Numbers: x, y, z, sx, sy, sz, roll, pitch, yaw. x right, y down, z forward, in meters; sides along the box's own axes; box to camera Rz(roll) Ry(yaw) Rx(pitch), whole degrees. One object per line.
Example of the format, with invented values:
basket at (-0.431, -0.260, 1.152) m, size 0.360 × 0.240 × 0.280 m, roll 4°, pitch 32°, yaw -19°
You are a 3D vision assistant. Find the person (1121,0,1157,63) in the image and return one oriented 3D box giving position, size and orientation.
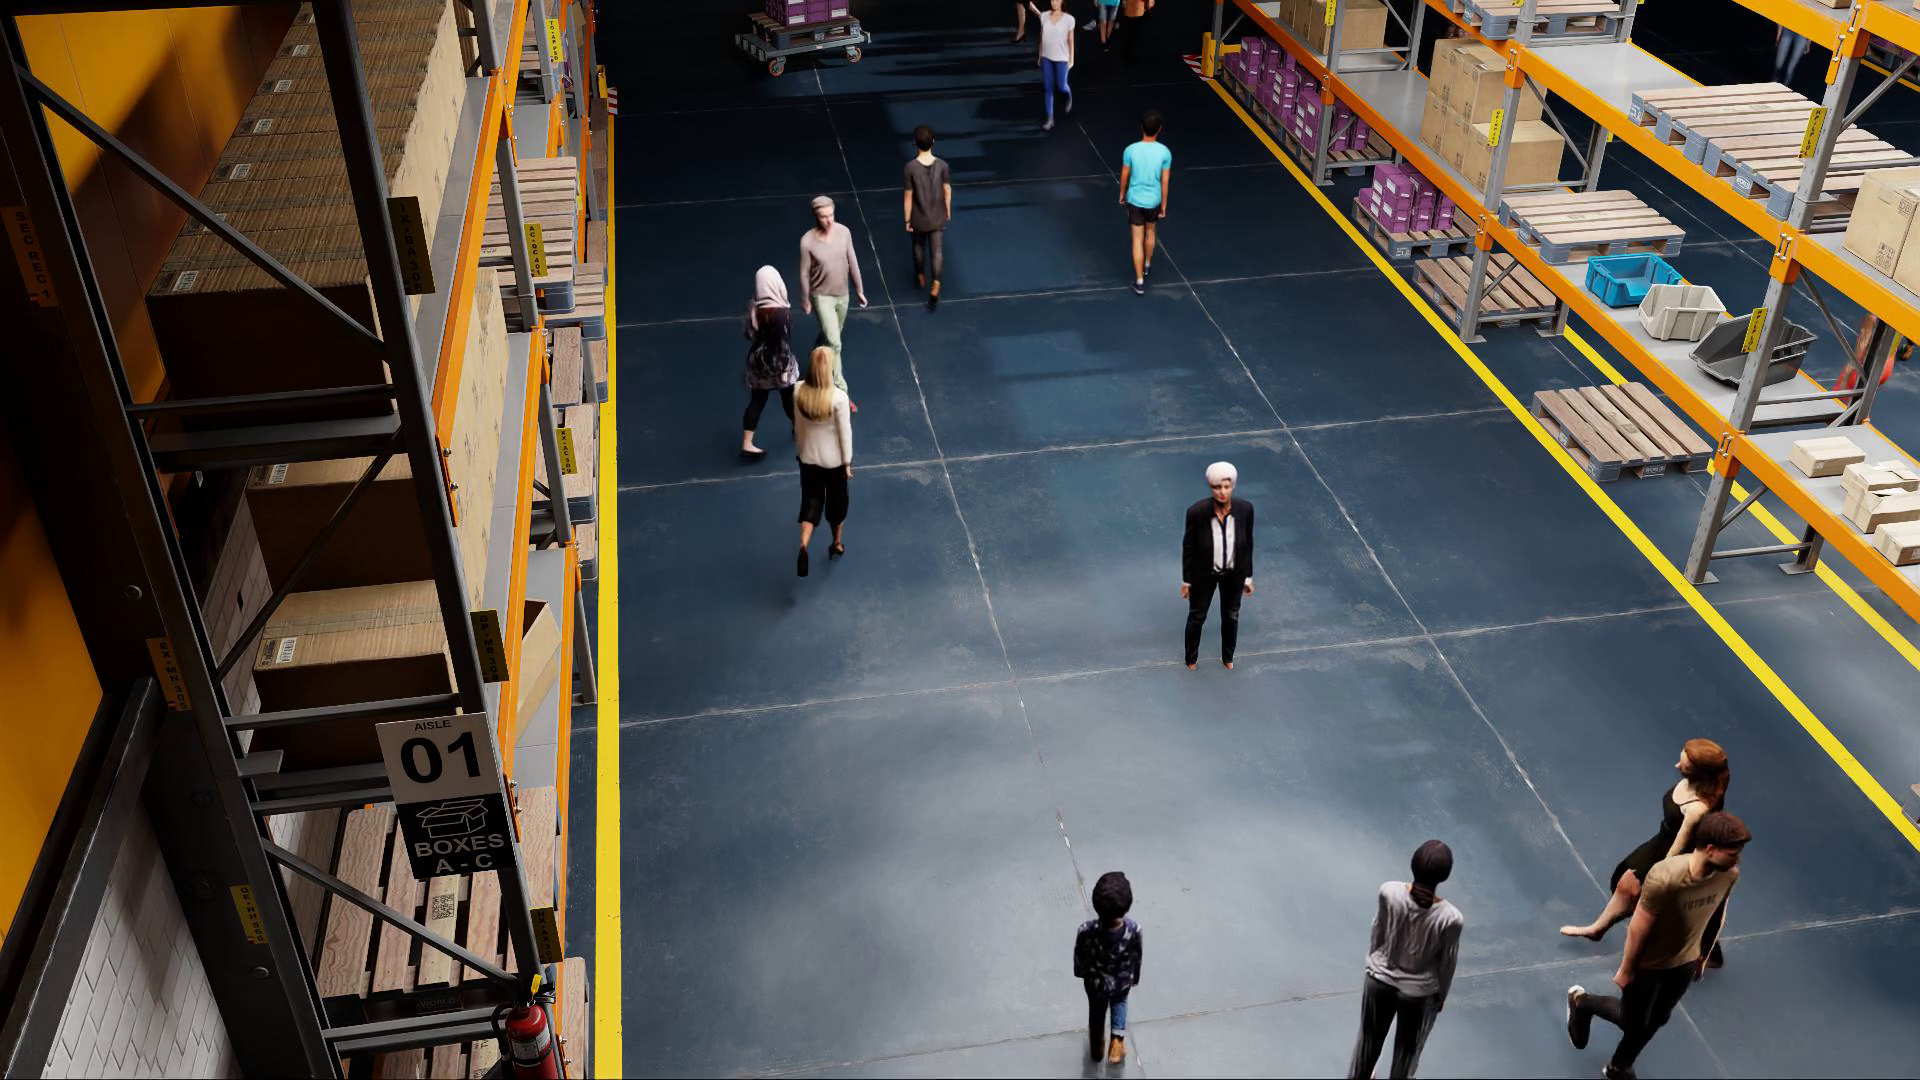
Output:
person at (2.293, -7.280, 22.257) m, size 0.858 × 1.711 × 0.649 m, roll -4°, pitch 34°, yaw -6°

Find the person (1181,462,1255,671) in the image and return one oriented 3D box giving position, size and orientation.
person at (1.760, 0.233, 11.104) m, size 0.765 × 1.779 × 0.631 m, roll -1°, pitch 34°, yaw -1°

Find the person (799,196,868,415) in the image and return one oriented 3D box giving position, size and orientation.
person at (-1.162, -2.119, 14.368) m, size 1.055 × 1.848 × 1.341 m, roll -22°, pitch 39°, yaw -29°

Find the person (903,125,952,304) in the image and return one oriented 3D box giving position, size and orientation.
person at (-0.300, -3.110, 15.996) m, size 0.702 × 1.696 × 1.072 m, roll -1°, pitch 34°, yaw -2°

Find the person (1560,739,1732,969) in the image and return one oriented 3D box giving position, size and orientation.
person at (3.915, 1.729, 8.829) m, size 0.981 × 1.571 × 1.123 m, roll 9°, pitch 35°, yaw 14°

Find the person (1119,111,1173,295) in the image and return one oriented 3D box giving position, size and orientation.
person at (1.795, -3.228, 16.129) m, size 0.705 × 1.746 × 0.945 m, roll -1°, pitch 34°, yaw -1°

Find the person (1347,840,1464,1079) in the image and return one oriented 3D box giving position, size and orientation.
person at (2.142, 2.139, 8.030) m, size 0.654 × 1.772 × 0.714 m, roll 21°, pitch 39°, yaw 29°

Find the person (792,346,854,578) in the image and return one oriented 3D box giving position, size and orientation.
person at (-1.019, -0.517, 11.964) m, size 0.894 × 1.841 × 1.080 m, roll 10°, pitch 35°, yaw 14°

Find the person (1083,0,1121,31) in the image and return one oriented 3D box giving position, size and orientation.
person at (2.147, -8.036, 23.392) m, size 0.809 × 1.713 × 0.779 m, roll 7°, pitch 34°, yaw 10°

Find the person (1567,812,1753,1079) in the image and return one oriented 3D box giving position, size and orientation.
person at (3.412, 1.990, 8.204) m, size 0.754 × 1.829 × 0.906 m, roll -9°, pitch 35°, yaw -13°

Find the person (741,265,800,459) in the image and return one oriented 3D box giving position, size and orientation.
person at (-1.593, -1.399, 13.522) m, size 1.099 × 1.585 × 1.074 m, roll -28°, pitch 43°, yaw -35°

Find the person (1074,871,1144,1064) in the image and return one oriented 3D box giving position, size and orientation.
person at (0.744, 2.212, 8.398) m, size 0.532 × 1.243 × 0.578 m, roll 0°, pitch 34°, yaw 1°

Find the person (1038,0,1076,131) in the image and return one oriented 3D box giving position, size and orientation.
person at (1.178, -5.806, 20.079) m, size 0.882 × 1.667 × 0.997 m, roll 14°, pitch 36°, yaw 21°

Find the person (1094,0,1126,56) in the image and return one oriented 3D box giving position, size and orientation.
person at (2.018, -7.396, 22.694) m, size 0.554 × 1.420 × 0.873 m, roll -4°, pitch 34°, yaw -7°
